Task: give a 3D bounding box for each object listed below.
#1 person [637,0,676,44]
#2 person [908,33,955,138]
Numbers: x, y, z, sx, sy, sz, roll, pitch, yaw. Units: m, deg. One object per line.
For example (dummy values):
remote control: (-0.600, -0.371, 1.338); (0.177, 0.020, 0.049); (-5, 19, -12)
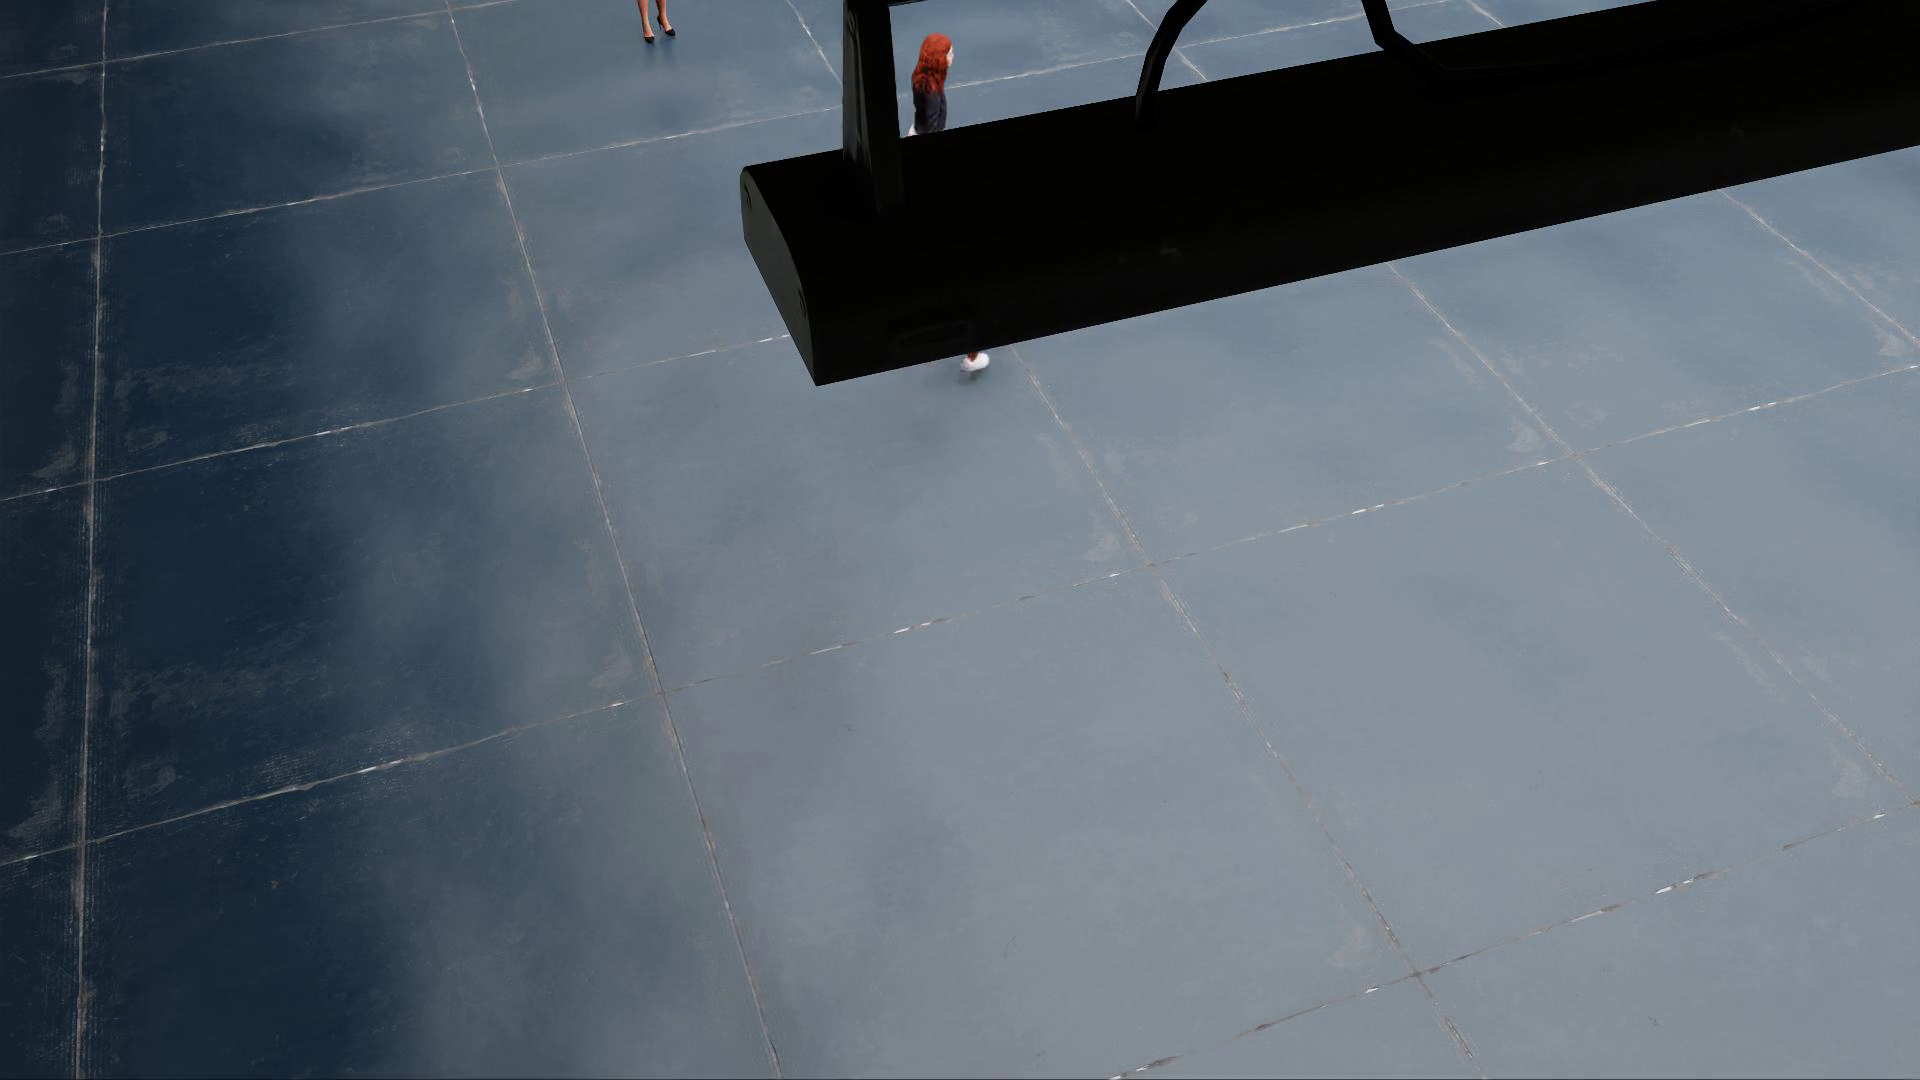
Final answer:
person: (-2.727, -5.182, 14.493); (0.608, 1.648, 0.557); (-25, 49, -24)
person: (-0.326, -2.709, 11.780); (0.824, 1.737, 1.194); (-6, 43, -6)
